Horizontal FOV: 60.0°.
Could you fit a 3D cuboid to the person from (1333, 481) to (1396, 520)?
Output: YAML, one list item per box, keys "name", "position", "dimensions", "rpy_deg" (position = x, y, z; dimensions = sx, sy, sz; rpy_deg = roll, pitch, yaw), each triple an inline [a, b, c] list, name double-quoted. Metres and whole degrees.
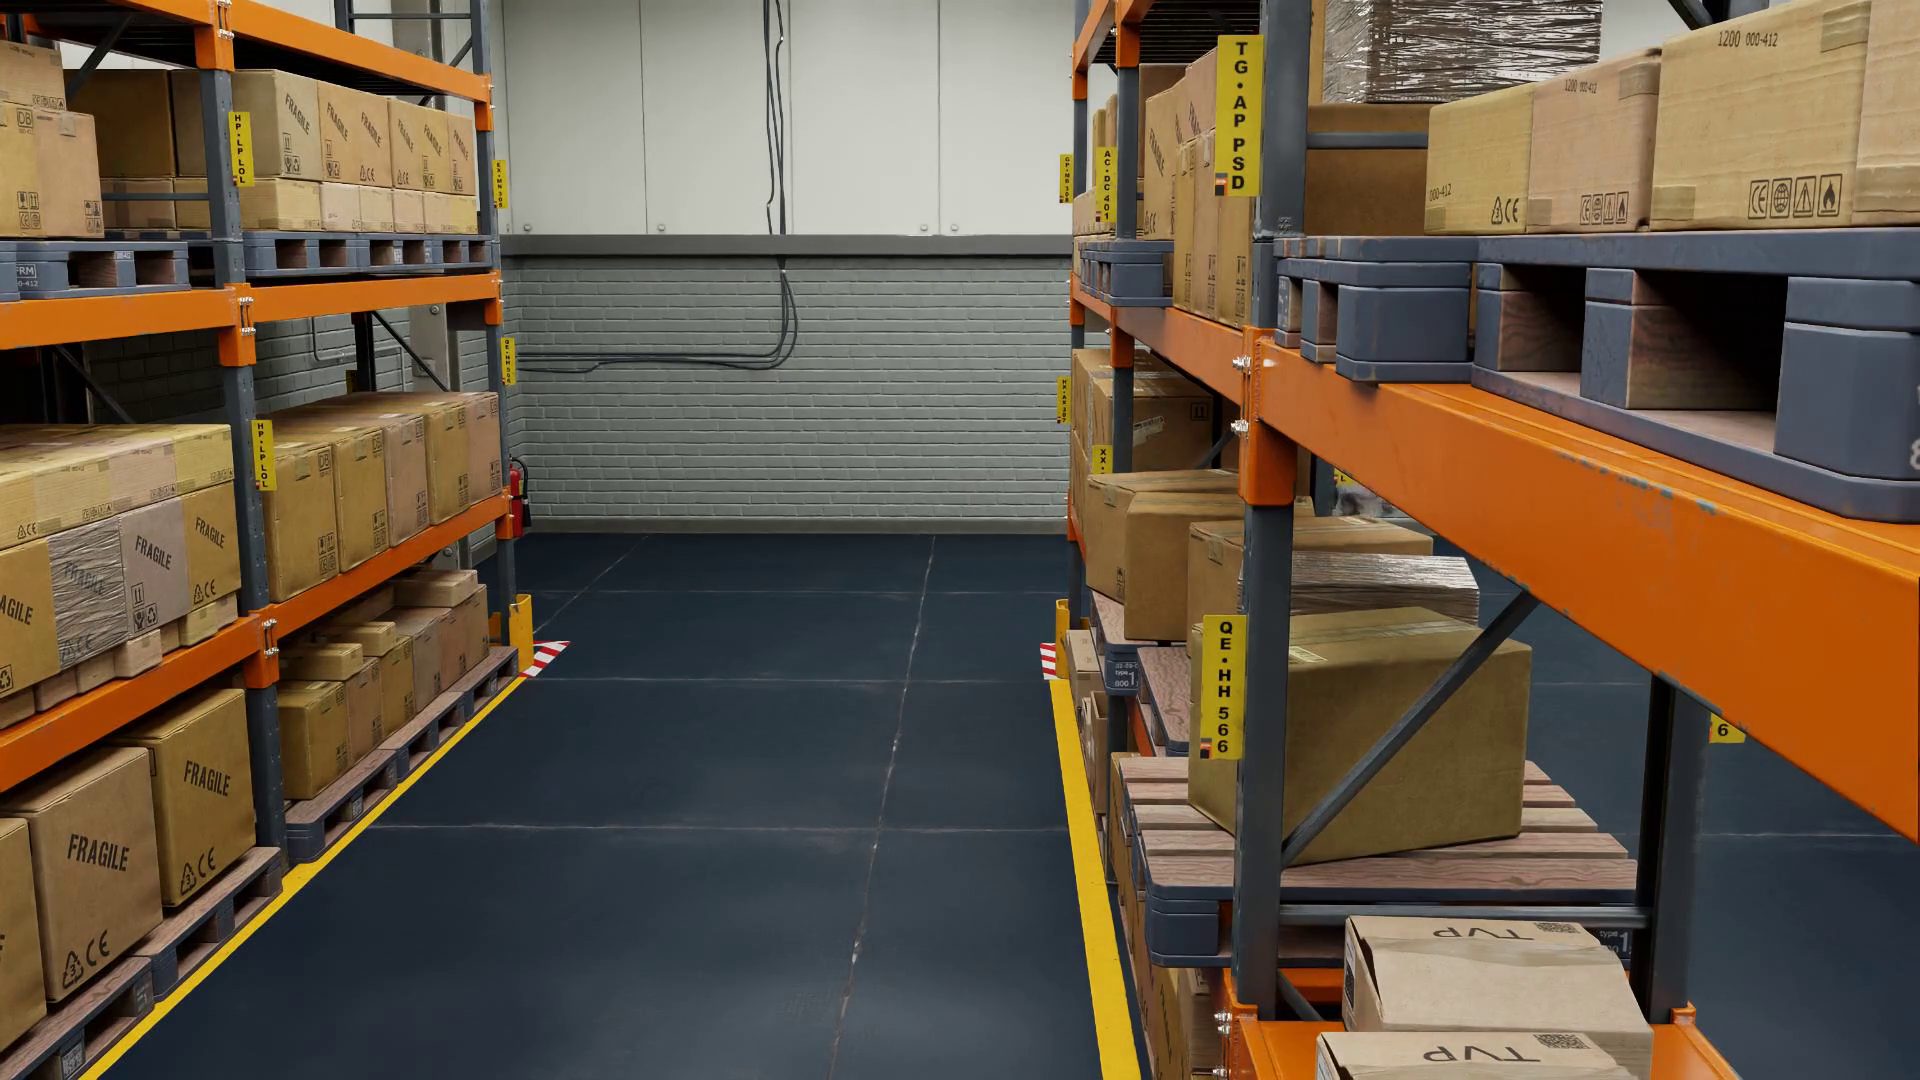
- name: "person"
  position: [3.410, -0.443, 14.172]
  dimensions: [0.430, 1.945, 0.613]
  rpy_deg: [-6, 12, -30]
